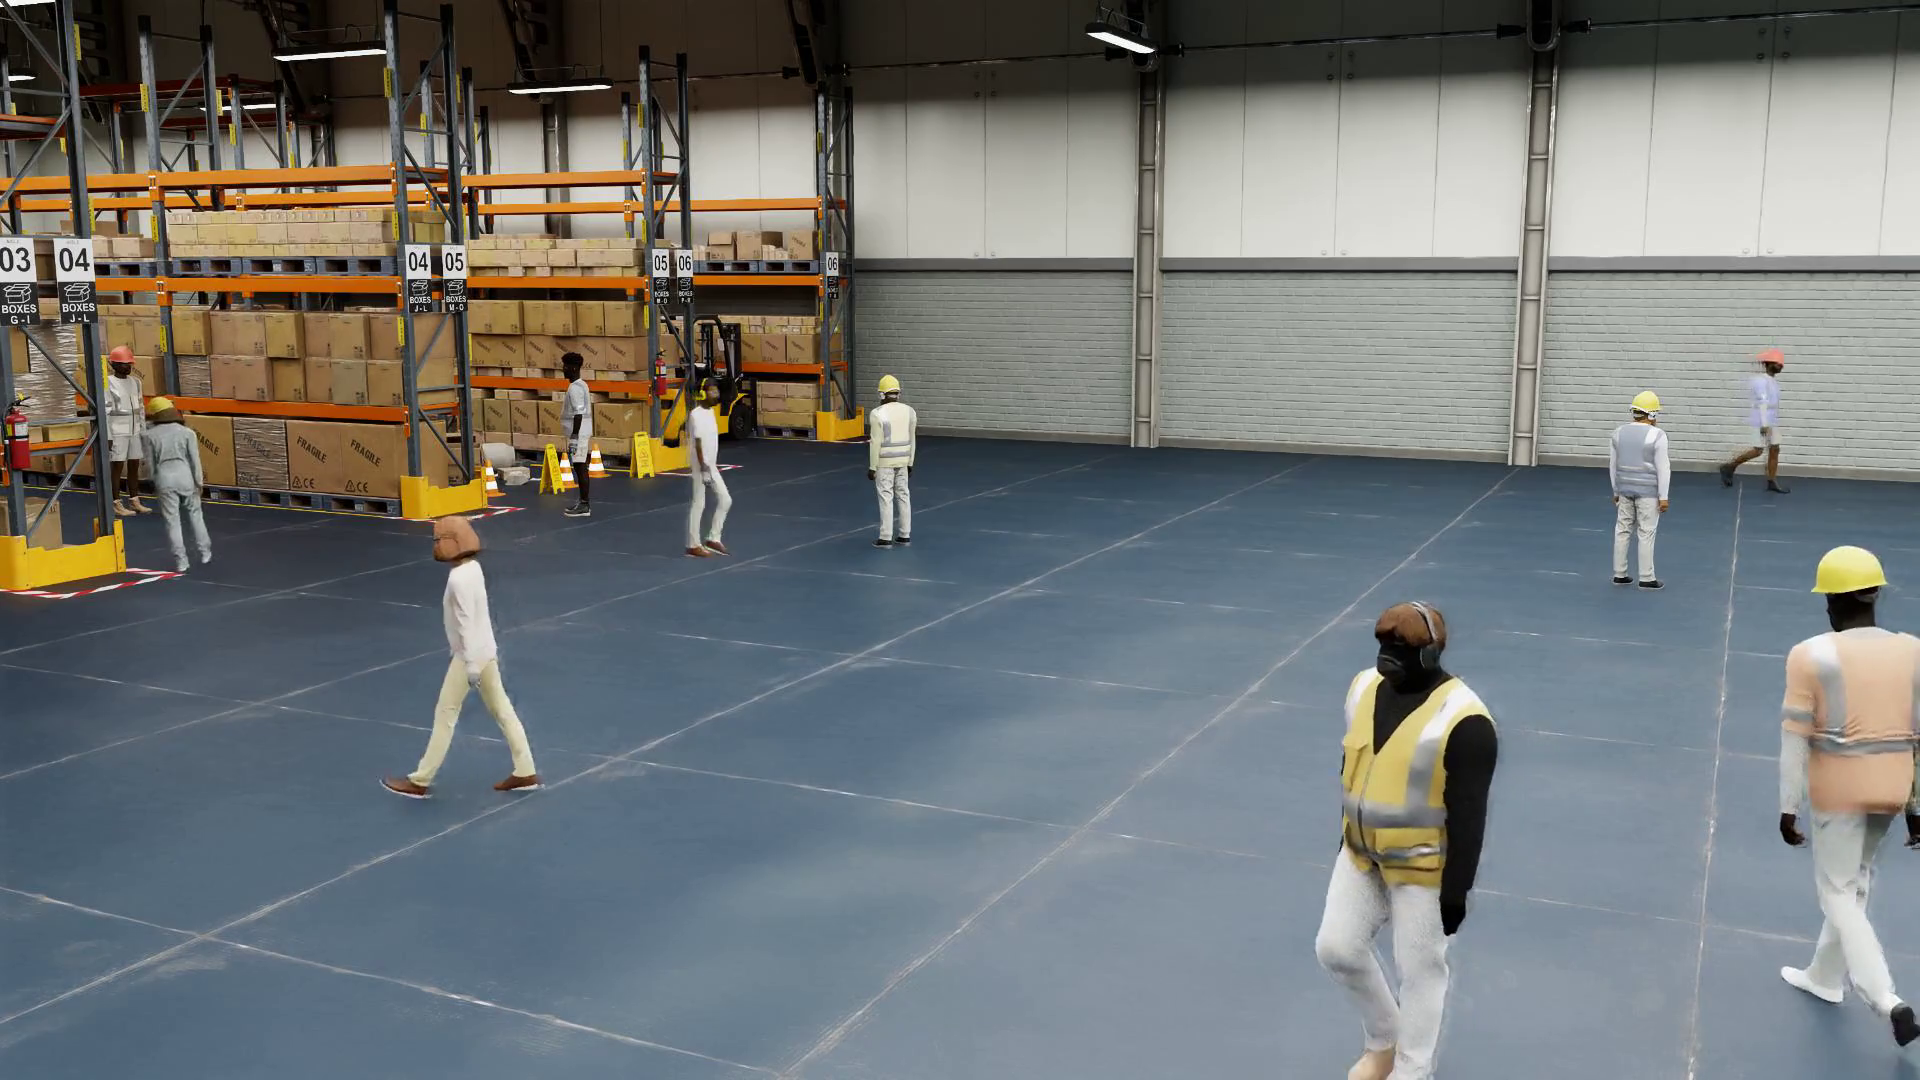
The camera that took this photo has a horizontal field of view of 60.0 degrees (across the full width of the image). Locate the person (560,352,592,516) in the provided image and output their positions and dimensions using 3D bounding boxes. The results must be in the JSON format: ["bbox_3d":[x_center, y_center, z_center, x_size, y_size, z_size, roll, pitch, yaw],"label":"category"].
[{"bbox_3d":[-4.590,-1.266,19.903,0.367,1.966,0.607,-1,9,-9],"label":"person"}]

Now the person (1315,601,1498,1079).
[{"bbox_3d":[1.522,1.111,5.735,0.447,1.832,0.651,-6,11,-31],"label":"person"}]

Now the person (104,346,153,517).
[{"bbox_3d":[-9.938,-1.288,19.827,0.405,2.037,0.606,3,10,19],"label":"person"}]

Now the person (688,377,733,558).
[{"bbox_3d":[-2.553,-0.724,16.931,0.580,1.851,0.503,3,10,20],"label":"person"}]

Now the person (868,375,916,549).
[{"bbox_3d":[-0.738,-0.826,17.614,0.600,1.829,0.404,-8,12,-40],"label":"person"}]

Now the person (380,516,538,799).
[{"bbox_3d":[-2.791,0.656,9.271,0.855,1.583,0.520,-1,9,-5],"label":"person"}]

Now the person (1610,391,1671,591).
[{"bbox_3d":[6.274,-0.452,15.322,0.404,1.833,0.590,-6,11,-33],"label":"person"}]

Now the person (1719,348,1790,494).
[{"bbox_3d":[10.591,-1.580,22.002,0.548,1.918,0.810,-8,12,-39],"label":"person"}]

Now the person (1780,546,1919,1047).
[{"bbox_3d":[3.477,0.980,6.393,0.594,1.889,0.804,-1,9,-5],"label":"person"}]

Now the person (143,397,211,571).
[{"bbox_3d":[-7.760,-0.567,16.468,0.511,1.691,0.818,-4,10,-23],"label":"person"}]
